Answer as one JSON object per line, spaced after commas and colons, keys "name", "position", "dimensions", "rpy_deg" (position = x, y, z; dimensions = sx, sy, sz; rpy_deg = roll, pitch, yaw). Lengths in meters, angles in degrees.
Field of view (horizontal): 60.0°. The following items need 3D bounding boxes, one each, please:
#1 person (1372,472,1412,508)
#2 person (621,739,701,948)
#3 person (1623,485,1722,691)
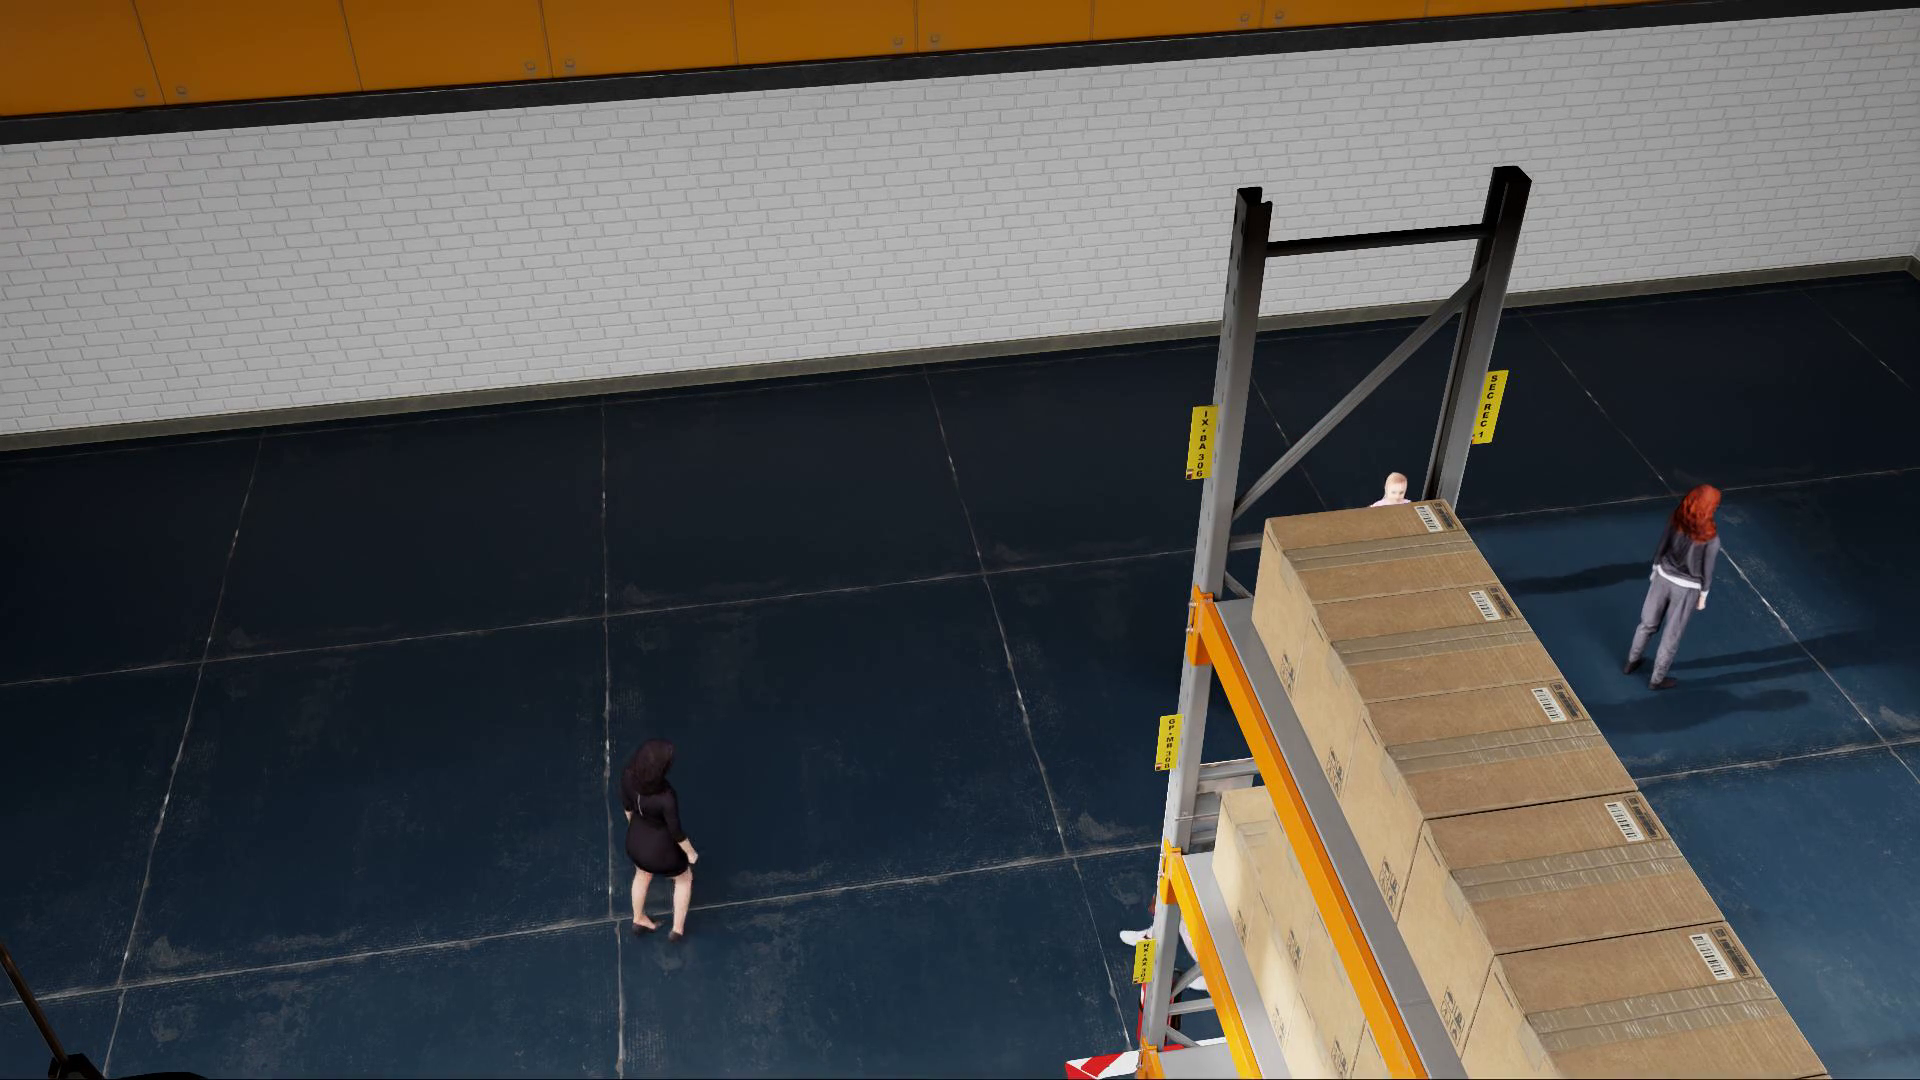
{"name": "person", "position": [3.234, -0.018, 12.714], "dimensions": [0.540, 1.259, 0.688], "rpy_deg": [-3, 39, -4]}
{"name": "person", "position": [-1.834, 1.883, 9.918], "dimensions": [0.699, 1.777, 0.764], "rpy_deg": [17, 42, 20]}
{"name": "person", "position": [5.108, 0.328, 11.864], "dimensions": [0.715, 1.780, 0.573], "rpy_deg": [-22, 44, -25]}
